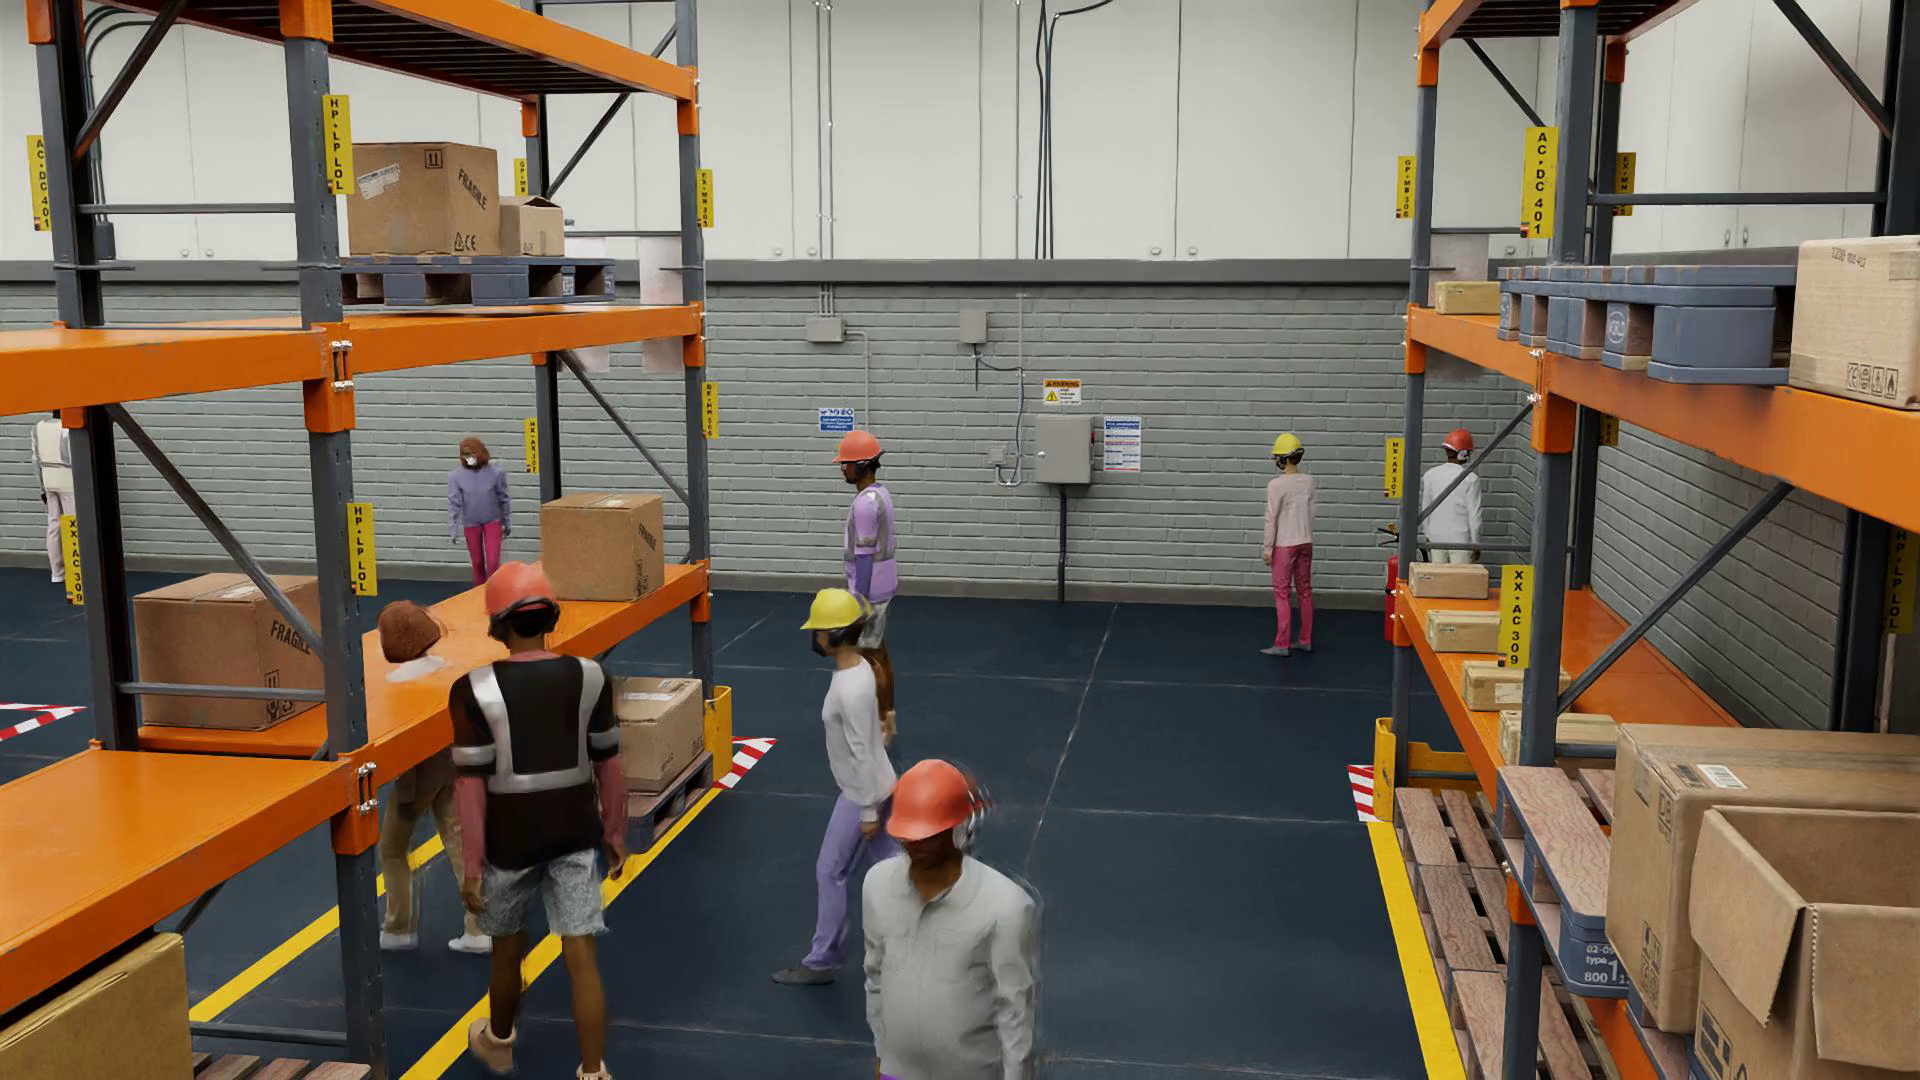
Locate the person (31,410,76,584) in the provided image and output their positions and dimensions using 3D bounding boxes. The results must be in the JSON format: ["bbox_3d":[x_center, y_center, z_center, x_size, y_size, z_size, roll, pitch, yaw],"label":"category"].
[{"bbox_3d":[-8.658,-0.526,16.087,0.589,1.928,0.386,3,10,16],"label":"person"}]

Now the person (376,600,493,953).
[{"bbox_3d":[-2.377,1.053,7.278,0.663,1.608,0.544,3,10,16],"label":"person"}]

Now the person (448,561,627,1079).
[{"bbox_3d":[-1.537,1.080,6.077,0.637,1.987,0.872,-6,11,-31],"label":"person"}]

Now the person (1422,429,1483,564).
[{"bbox_3d":[4.038,-0.036,13.596,0.330,1.750,0.572,-6,11,-33],"label":"person"}]

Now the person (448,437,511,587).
[{"bbox_3d":[-4.186,-0.109,14.518,0.519,1.592,0.692,-2,10,-15],"label":"person"}]

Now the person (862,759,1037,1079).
[{"bbox_3d":[-0.010,1.428,4.698,0.569,1.720,0.843,5,10,27],"label":"person"}]

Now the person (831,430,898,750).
[{"bbox_3d":[-0.603,0.320,10.565,0.411,2.035,0.601,0,9,3],"label":"person"}]

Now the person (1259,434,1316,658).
[{"bbox_3d":[2.584,0.040,13.131,0.523,1.758,0.350,-7,12,-37],"label":"person"}]

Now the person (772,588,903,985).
[{"bbox_3d":[-0.334,1.044,7.043,0.868,1.723,0.532,0,9,-1],"label":"person"}]
